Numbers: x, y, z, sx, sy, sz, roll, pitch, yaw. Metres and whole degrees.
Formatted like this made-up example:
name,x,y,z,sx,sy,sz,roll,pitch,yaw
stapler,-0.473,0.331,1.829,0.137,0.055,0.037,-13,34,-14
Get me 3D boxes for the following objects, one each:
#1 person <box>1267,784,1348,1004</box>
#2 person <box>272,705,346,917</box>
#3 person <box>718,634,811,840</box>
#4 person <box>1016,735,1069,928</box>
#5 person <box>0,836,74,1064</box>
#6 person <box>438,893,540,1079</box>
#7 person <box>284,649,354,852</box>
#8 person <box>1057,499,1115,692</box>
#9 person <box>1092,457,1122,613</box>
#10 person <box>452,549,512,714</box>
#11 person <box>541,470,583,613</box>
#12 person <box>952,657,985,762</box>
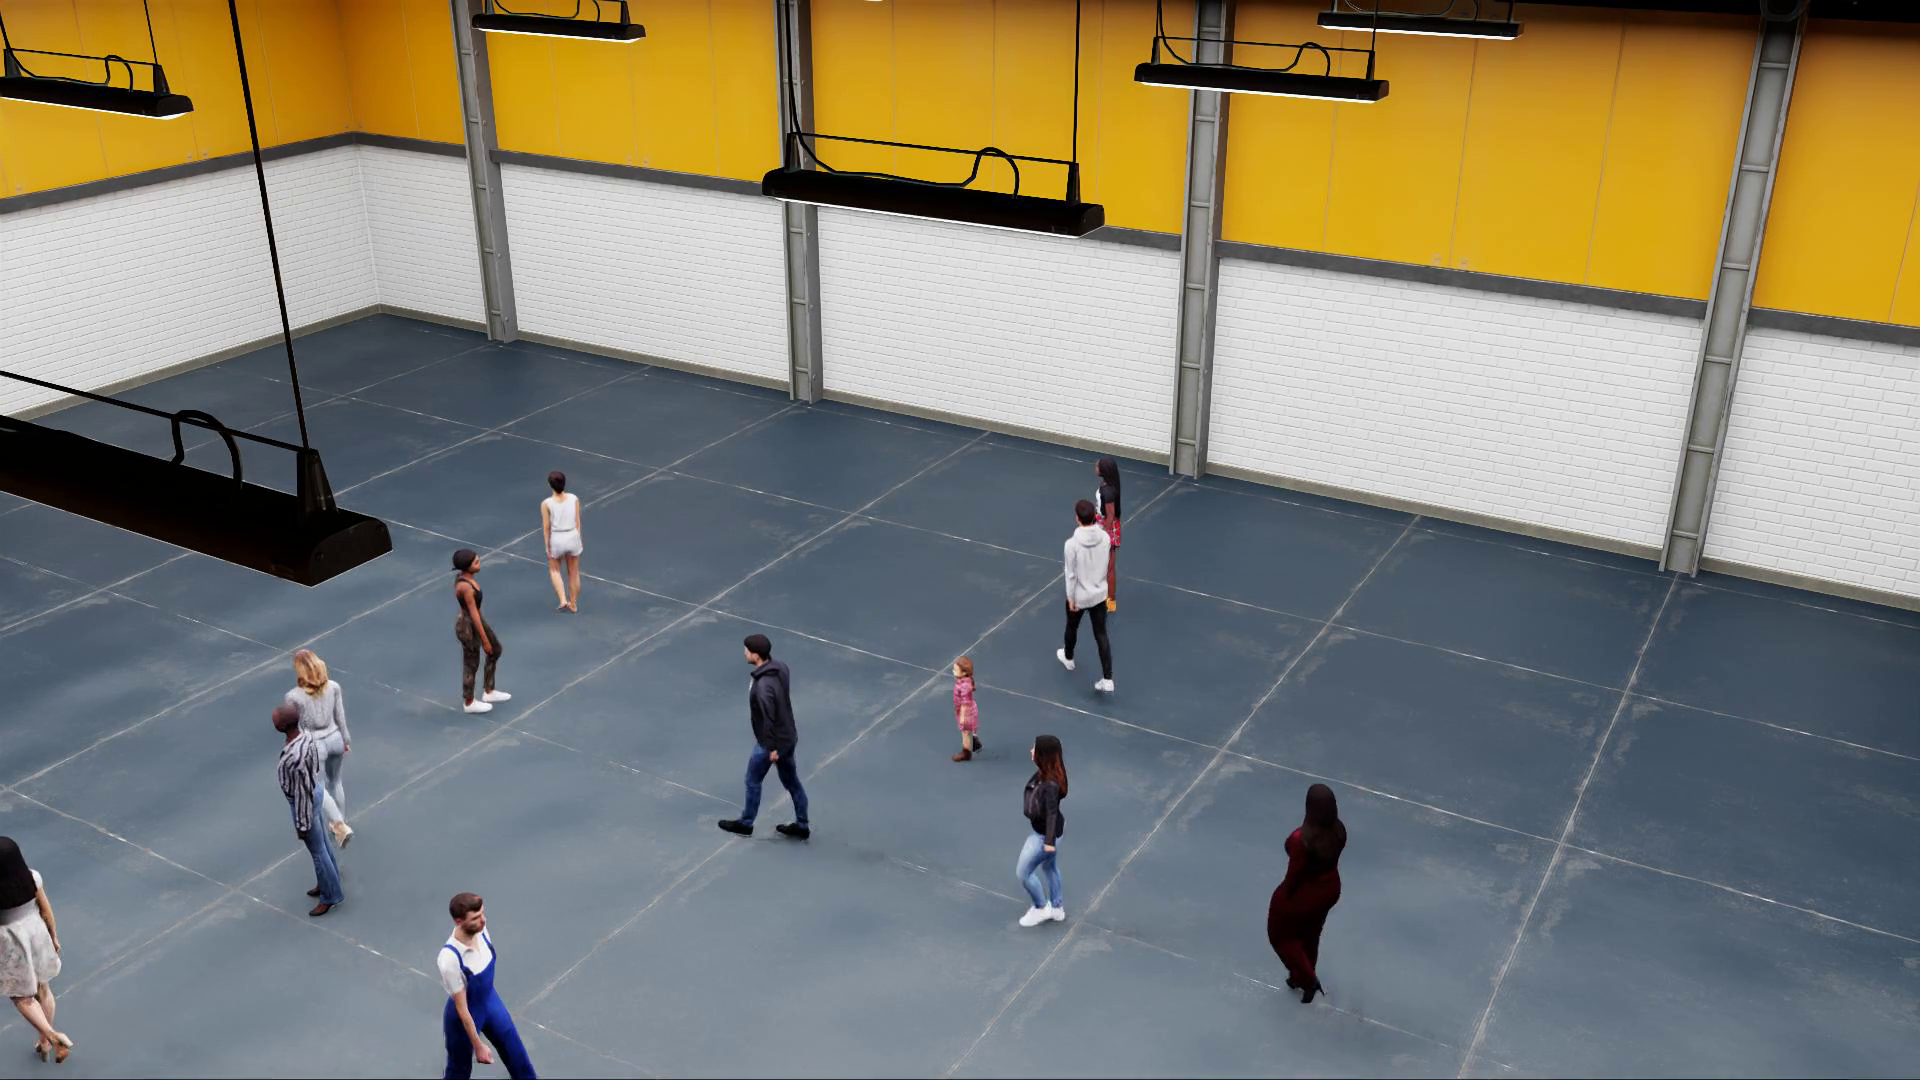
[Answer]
name,x,y,z,sx,sy,sz,roll,pitch,yaw
person,2.500,2.523,11.639,0.811,1.747,0.849,-18,29,-35
person,-4.975,2.035,12.698,0.756,1.794,0.687,-7,25,-16
person,-1.414,1.637,13.532,1.057,1.855,0.818,7,25,15
person,0.726,2.198,12.536,0.774,1.624,0.767,1,24,2
person,-6.175,2.779,11.034,0.944,1.763,0.750,21,31,39
person,-3.146,3.000,10.473,1.178,1.808,0.764,9,25,19
person,-5.125,1.732,13.411,0.797,1.778,0.999,-16,28,-33
person,1.281,0.567,15.943,1.192,1.885,1.321,-9,25,-19
person,1.565,-0.078,17.616,0.734,1.726,0.714,2,24,4
person,-4.638,0.866,15.505,0.838,1.687,0.778,-6,24,-14
person,-4.138,0.050,17.480,0.678,1.600,0.729,-10,26,-23
person,0.096,1.513,14.861,0.600,1.018,0.538,-3,24,-6
